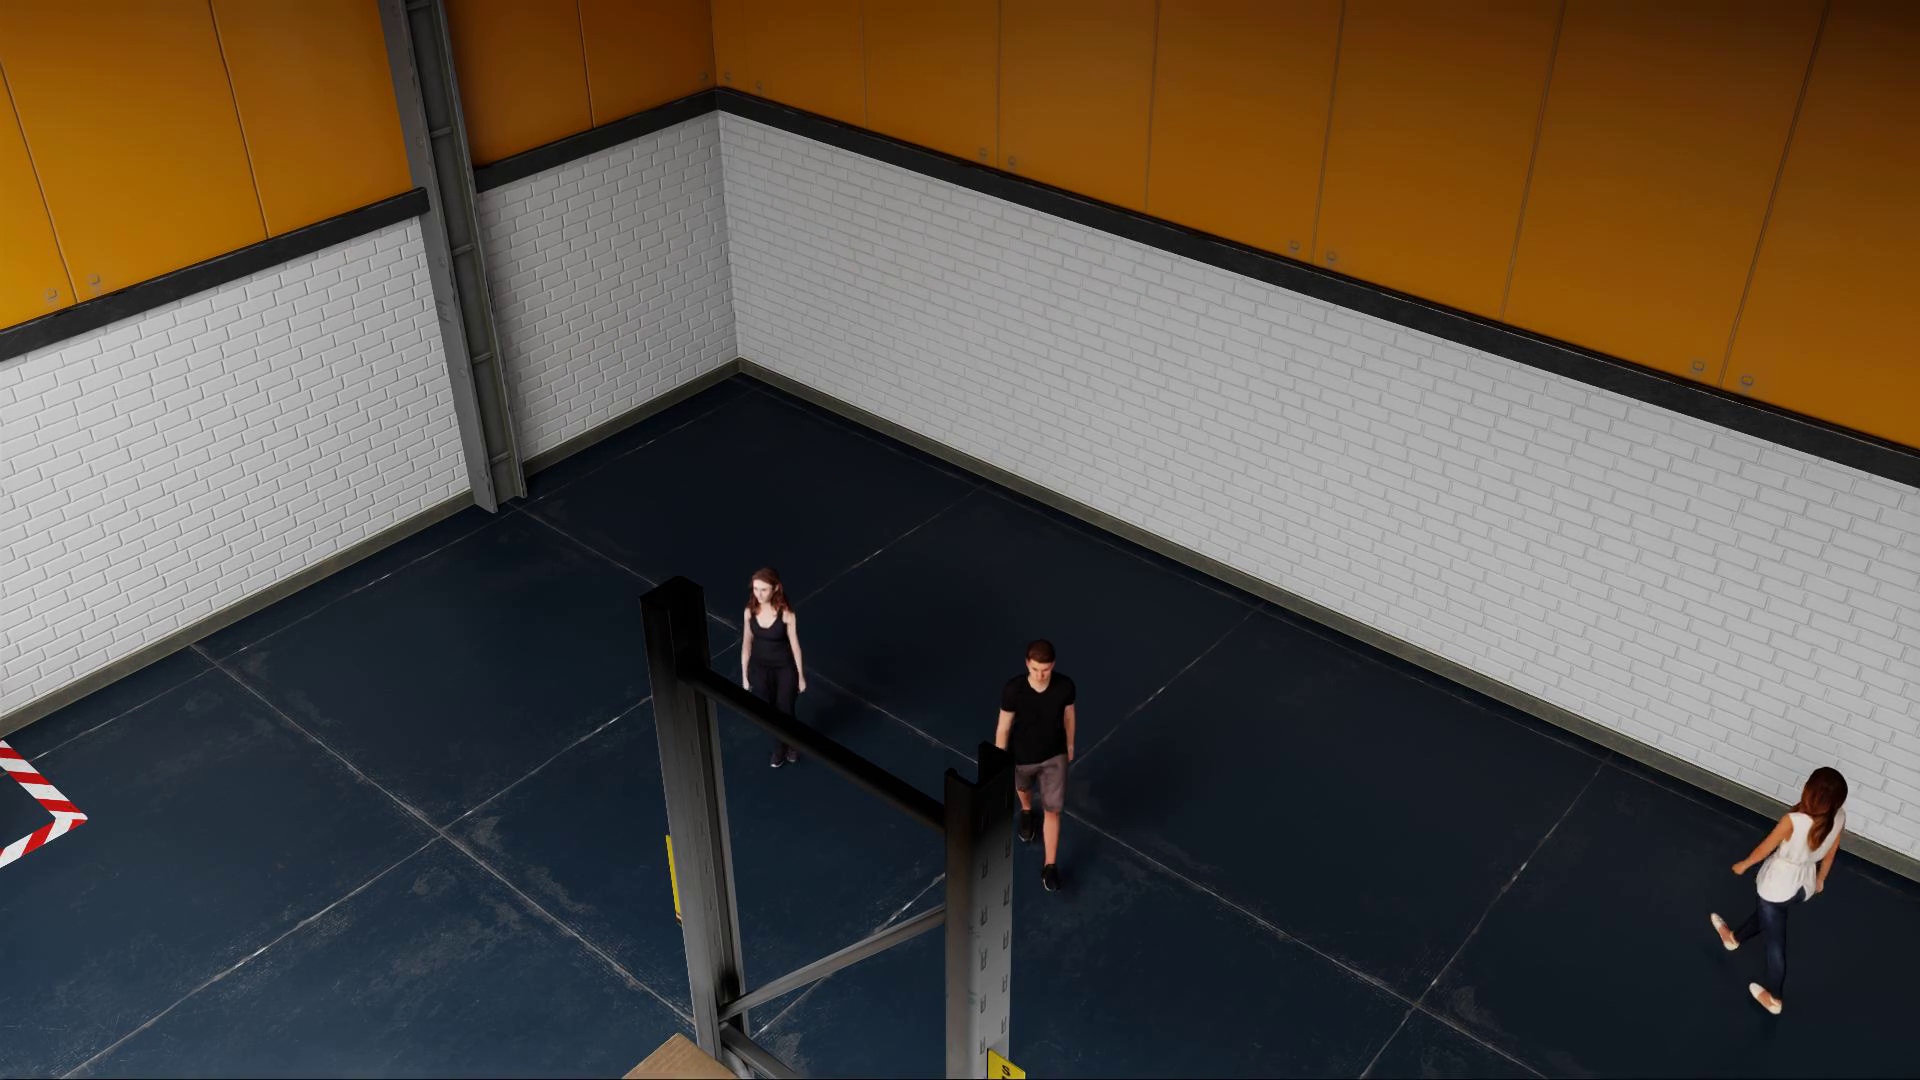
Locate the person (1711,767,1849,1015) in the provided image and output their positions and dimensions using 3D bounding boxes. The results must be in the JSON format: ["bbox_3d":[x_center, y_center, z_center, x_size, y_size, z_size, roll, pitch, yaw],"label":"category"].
[{"bbox_3d":[5.014,2.142,9.988,1.020,1.750,0.990,-9,35,-13],"label":"person"}]

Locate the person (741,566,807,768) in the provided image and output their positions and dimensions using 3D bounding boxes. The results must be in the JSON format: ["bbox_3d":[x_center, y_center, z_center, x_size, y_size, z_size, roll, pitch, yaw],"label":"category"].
[{"bbox_3d":[-1.289,0.869,11.918,0.737,1.735,0.786,8,34,12],"label":"person"}]

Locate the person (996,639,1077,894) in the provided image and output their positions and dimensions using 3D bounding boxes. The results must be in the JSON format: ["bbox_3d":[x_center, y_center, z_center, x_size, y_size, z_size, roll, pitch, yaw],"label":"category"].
[{"bbox_3d":[0.511,1.359,11.110,1.169,1.813,1.262,-1,34,-1],"label":"person"}]
